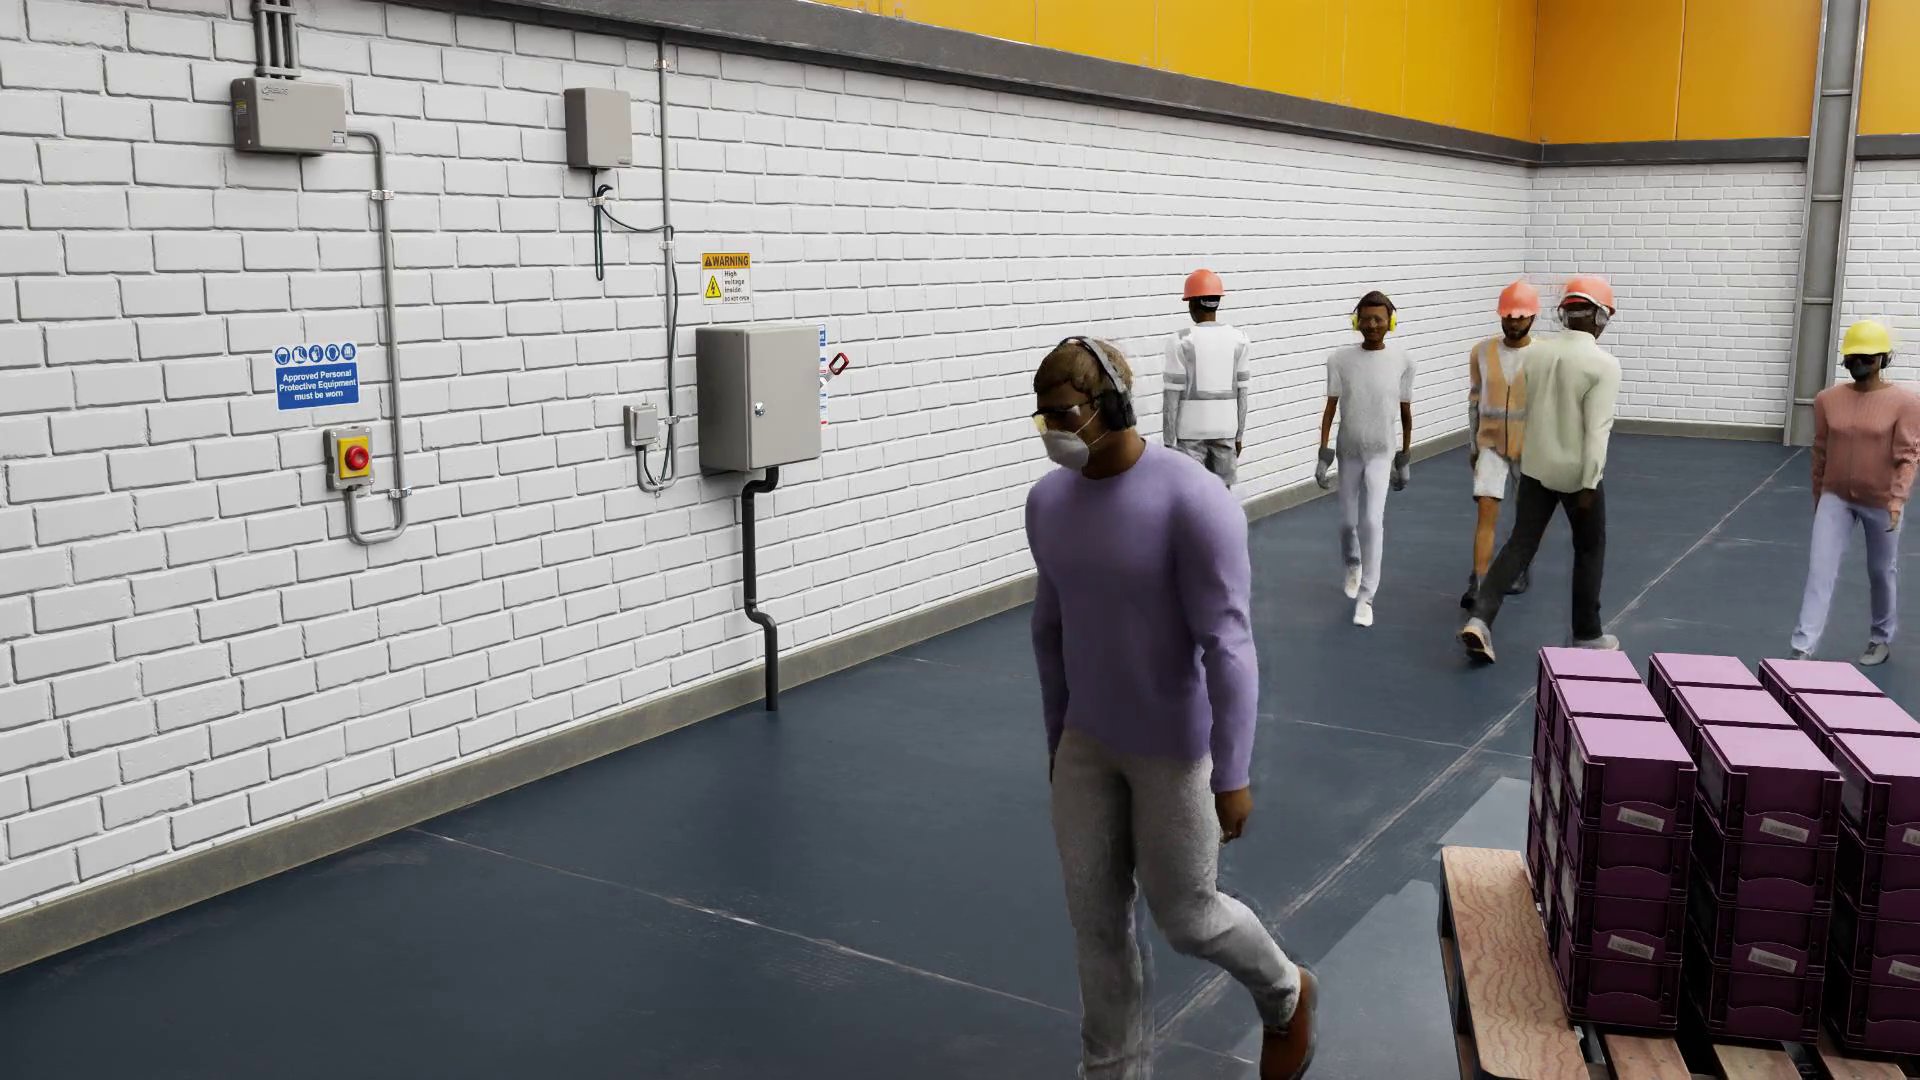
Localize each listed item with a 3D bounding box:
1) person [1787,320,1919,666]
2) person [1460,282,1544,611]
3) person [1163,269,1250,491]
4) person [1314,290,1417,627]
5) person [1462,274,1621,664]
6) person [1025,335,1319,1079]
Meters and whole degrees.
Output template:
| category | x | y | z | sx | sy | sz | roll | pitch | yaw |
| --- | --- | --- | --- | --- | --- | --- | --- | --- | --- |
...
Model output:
| category | x | y | z | sx | sy | sz | roll | pitch | yaw |
| --- | --- | --- | --- | --- | --- | --- | --- | --- | --- |
| person | 4.345 | -0.194 | 8.028 | 0.896 | 1.721 | 0.534 | -9 | 14 | -42 |
| person | 3.180 | -0.541 | 9.549 | 0.563 | 1.866 | 1.080 | 6 | 12 | 30 |
| person | 1.462 | -0.661 | 10.044 | 0.546 | 1.929 | 0.388 | -2 | 11 | -13 |
| person | 2.289 | -0.492 | 9.400 | 0.522 | 1.836 | 0.928 | 4 | 11 | 19 |
| person | 2.914 | -0.335 | 8.225 | 0.992 | 1.945 | 0.616 | -6 | 12 | -30 |
| person | 0.472 | 0.471 | 3.899 | 0.771 | 1.903 | 0.679 | -9 | 13 | -40 |
